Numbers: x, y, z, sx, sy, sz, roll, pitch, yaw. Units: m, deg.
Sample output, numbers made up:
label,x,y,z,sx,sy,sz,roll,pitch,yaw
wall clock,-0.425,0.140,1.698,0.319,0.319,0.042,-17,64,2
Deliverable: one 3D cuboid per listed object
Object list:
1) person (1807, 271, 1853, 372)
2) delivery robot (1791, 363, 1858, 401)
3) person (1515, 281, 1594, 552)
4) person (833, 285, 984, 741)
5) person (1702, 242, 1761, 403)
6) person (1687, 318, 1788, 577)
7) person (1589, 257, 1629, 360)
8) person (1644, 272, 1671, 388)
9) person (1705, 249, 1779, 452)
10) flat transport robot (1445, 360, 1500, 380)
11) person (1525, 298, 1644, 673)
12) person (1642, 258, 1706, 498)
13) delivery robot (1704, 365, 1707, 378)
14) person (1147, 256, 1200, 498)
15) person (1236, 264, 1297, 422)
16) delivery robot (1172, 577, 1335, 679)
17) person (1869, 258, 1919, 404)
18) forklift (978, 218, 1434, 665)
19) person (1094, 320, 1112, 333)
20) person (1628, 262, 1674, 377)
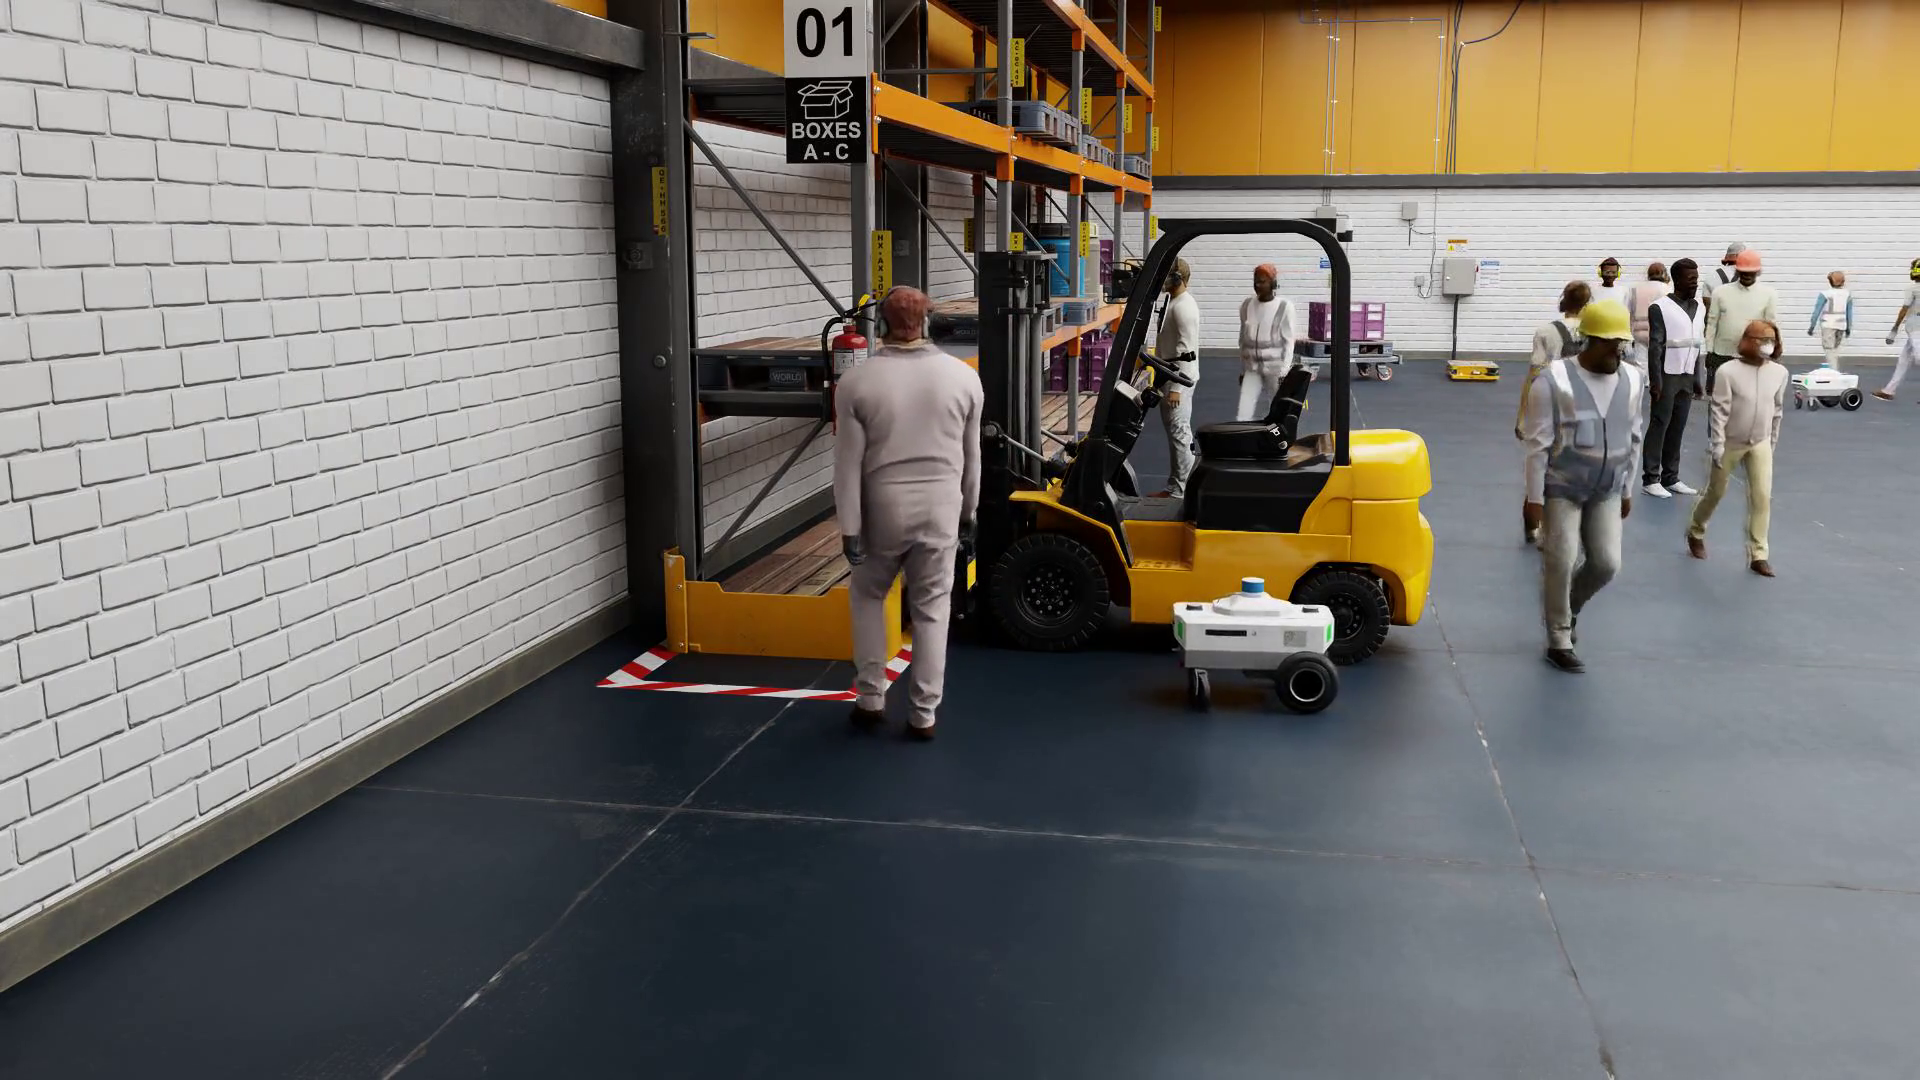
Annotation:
label,x,y,z,sx,sy,sz,roll,pitch,yaw
person,12.227,-2.974,23.455,0.518,1.606,0.801,-2,10,-10
delivery robot,10.492,-1.902,20.192,0.707,0.478,0.477,-1,10,-5
person,4.018,-0.831,11.172,0.594,1.793,0.864,2,11,13
person,-0.234,-0.116,7.006,0.654,1.888,0.595,-2,11,-13
person,9.677,-2.720,20.856,0.676,2.000,0.536,8,13,37
person,4.917,-0.615,10.535,0.505,1.598,0.799,-1,10,-3
person,7.104,-2.173,18.346,0.532,1.864,0.312,0,10,1
person,9.751,-2.942,23.254,0.532,1.601,0.802,6,12,30
person,7.501,-1.795,15.979,0.640,1.968,0.468,5,11,25
flat transport robot,7.576,-2.521,24.618,0.652,0.197,1.431,2,11,12
person,2.988,-0.263,8.024,0.611,1.807,0.546,-1,10,-8
person,5.776,-1.309,13.462,0.593,1.917,0.392,-6,12,-30
delivery robot,10.406,-2.297,22.355,0.707,0.478,0.477,2,10,9
person,1.653,-1.199,12.803,0.373,1.940,0.629,0,10,1
person,2.613,-1.476,14.575,0.611,1.839,0.942,9,14,41
delivery robot,1.314,0.412,7.503,0.707,0.478,0.477,1,10,6
person,12.005,-2.622,20.945,0.548,1.824,0.979,-6,12,-32
forklift,1.285,-0.567,8.635,2.313,2.155,1.214,2,11,11
person,2.335,-3.729,27.396,0.551,1.675,0.384,-3,11,-18
person,8.140,-2.379,19.660,0.761,1.810,0.646,-8,13,-37
